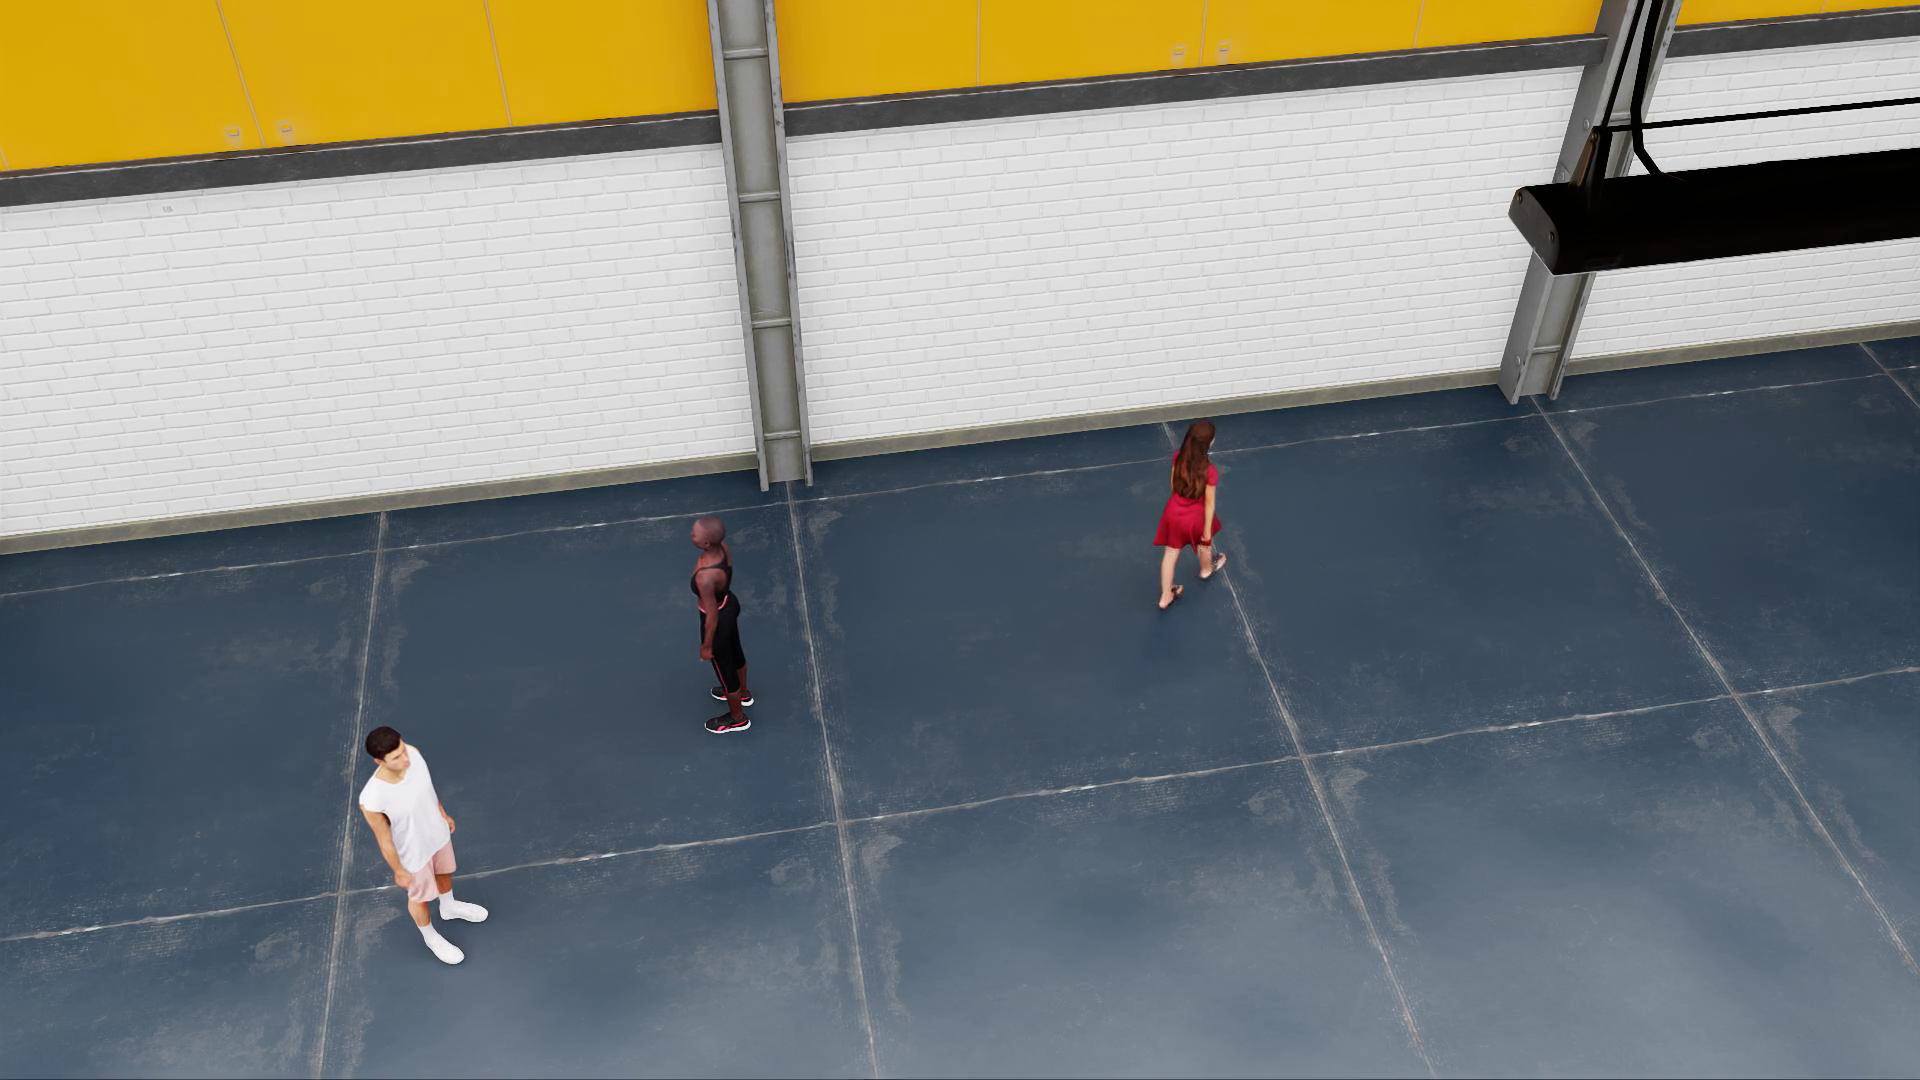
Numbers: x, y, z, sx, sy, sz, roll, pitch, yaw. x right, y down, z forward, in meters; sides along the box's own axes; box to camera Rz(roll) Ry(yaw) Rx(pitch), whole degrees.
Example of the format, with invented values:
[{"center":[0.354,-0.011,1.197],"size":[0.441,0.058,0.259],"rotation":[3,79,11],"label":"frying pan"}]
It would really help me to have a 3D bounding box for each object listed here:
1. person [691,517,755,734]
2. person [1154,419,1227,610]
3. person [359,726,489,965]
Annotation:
[{"center":[-1.481,0.511,10.349],"size":[0.611,1.757,0.631],"rotation":[4,44,4],"label":"person"},{"center":[1.496,-0.133,11.190],"size":[0.890,1.529,0.972],"rotation":[29,51,27],"label":"person"},{"center":[-2.994,1.638,9.145],"size":[0.735,1.786,0.731],"rotation":[13,45,13],"label":"person"}]
